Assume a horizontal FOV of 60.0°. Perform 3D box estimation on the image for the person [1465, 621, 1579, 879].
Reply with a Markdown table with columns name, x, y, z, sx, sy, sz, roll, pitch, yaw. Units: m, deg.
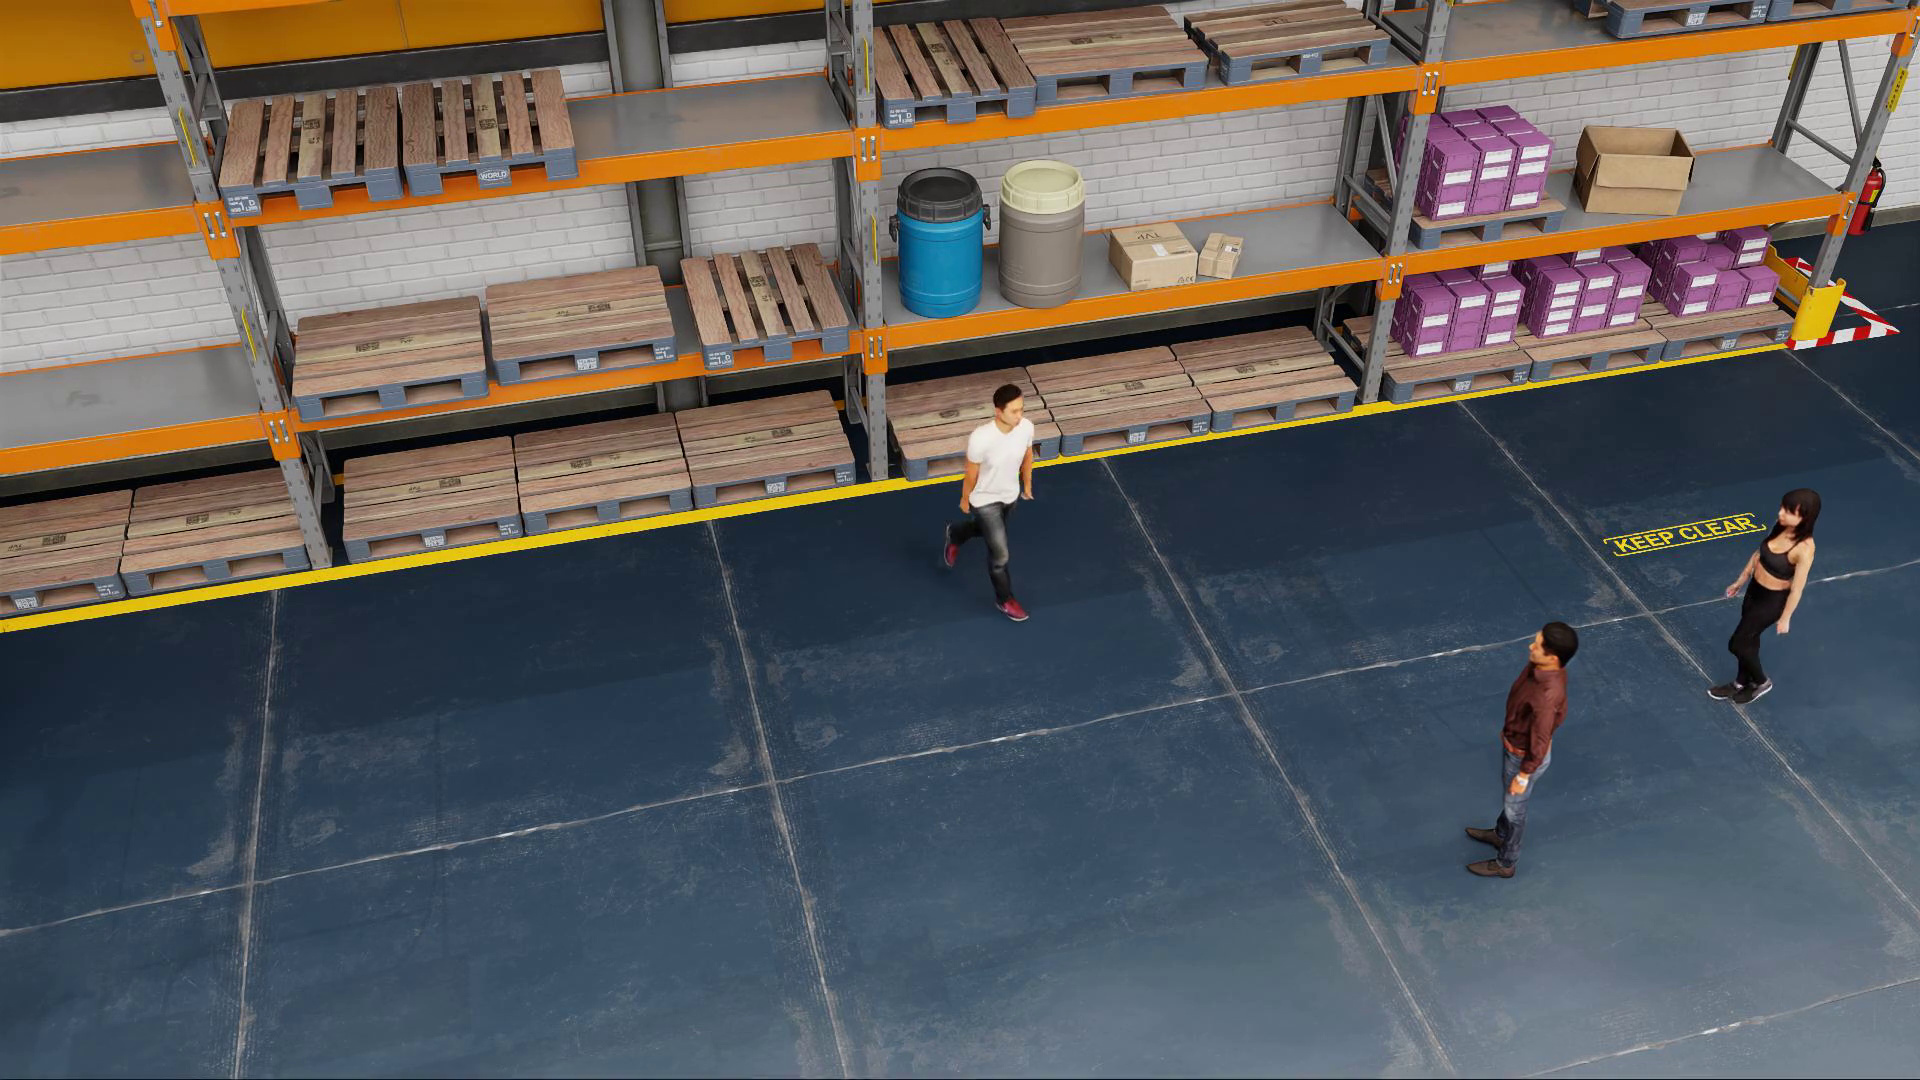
| name | x | y | z | sx | sy | sz | roll | pitch | yaw |
| --- | --- | --- | --- | --- | --- | --- | --- | --- | --- |
| person | 3.070 | 1.142 | 9.020 | 0.694 | 1.780 | 0.723 | 8 | 39 | 10 |

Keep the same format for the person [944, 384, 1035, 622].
| name | x | y | z | sx | sy | sz | roll | pitch | yaw |
| --- | --- | --- | --- | --- | --- | --- | --- | --- | --- |
| person | 0.147 | -0.326 | 10.893 | 1.180 | 1.748 | 1.031 | -26 | 46 | -29 |

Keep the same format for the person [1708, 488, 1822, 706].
| name | x | y | z | sx | sy | sz | roll | pitch | yaw |
| --- | --- | --- | --- | --- | --- | --- | --- | --- | --- |
| person | 4.983 | 0.359 | 10.120 | 0.679 | 1.632 | 0.627 | -1 | 39 | -1 |
